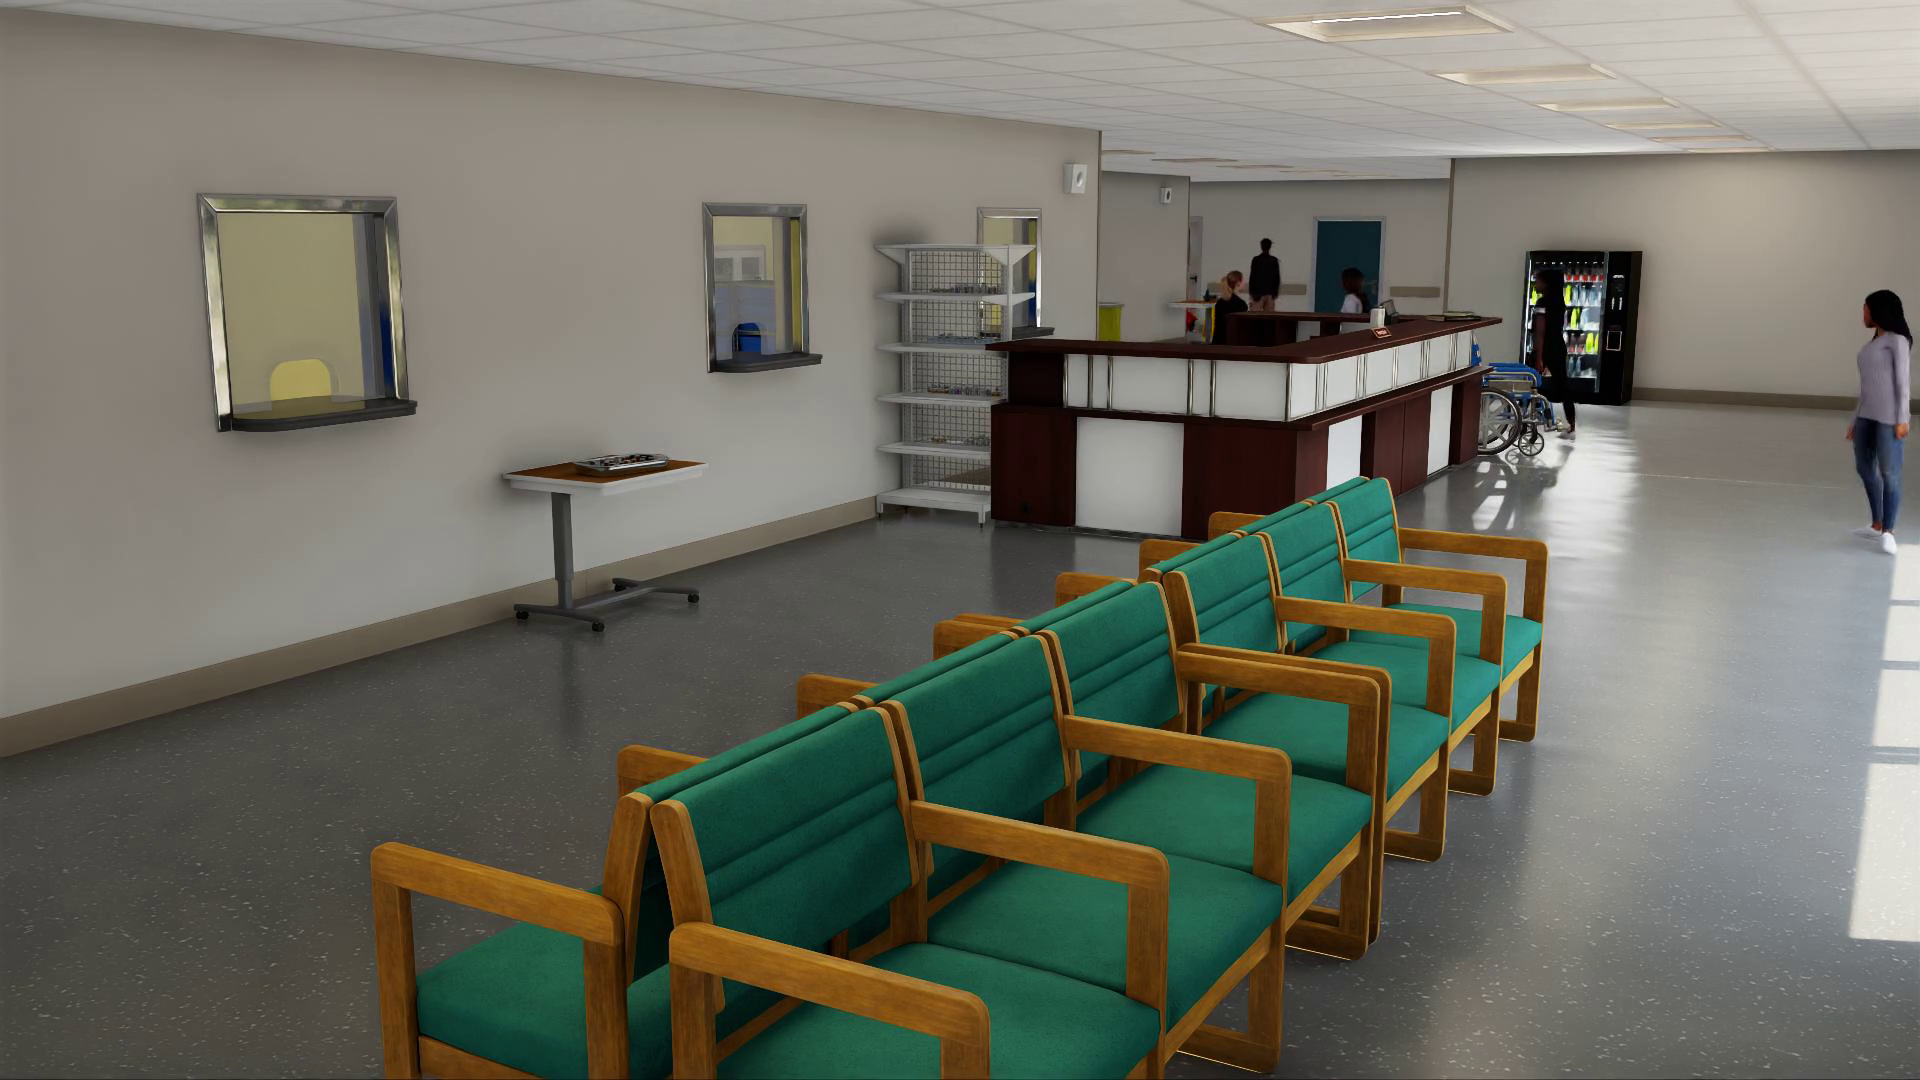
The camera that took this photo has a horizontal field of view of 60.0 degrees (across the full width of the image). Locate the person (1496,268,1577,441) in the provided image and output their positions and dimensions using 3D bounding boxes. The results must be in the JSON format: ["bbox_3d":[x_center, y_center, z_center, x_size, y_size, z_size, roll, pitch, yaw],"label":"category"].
[{"bbox_3d":[5.887,-1.795,16.451,1.016,1.687,1.253,-8,13,-36],"label":"person"}]

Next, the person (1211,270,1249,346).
[{"bbox_3d":[2.602,-1.803,16.522,1.030,1.677,1.083,-6,12,-29],"label":"person"}]

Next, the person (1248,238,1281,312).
[{"bbox_3d":[5.160,-4.135,28.203,1.048,1.904,1.074,-1,11,-5],"label":"person"}]

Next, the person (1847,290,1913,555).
[{"bbox_3d":[6.198,-0.787,11.054,0.792,1.720,0.850,-2,11,-12],"label":"person"}]

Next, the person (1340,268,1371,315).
[{"bbox_3d":[4.116,-1.915,17.063,1.025,1.695,0.639,4,11,20],"label":"person"}]
